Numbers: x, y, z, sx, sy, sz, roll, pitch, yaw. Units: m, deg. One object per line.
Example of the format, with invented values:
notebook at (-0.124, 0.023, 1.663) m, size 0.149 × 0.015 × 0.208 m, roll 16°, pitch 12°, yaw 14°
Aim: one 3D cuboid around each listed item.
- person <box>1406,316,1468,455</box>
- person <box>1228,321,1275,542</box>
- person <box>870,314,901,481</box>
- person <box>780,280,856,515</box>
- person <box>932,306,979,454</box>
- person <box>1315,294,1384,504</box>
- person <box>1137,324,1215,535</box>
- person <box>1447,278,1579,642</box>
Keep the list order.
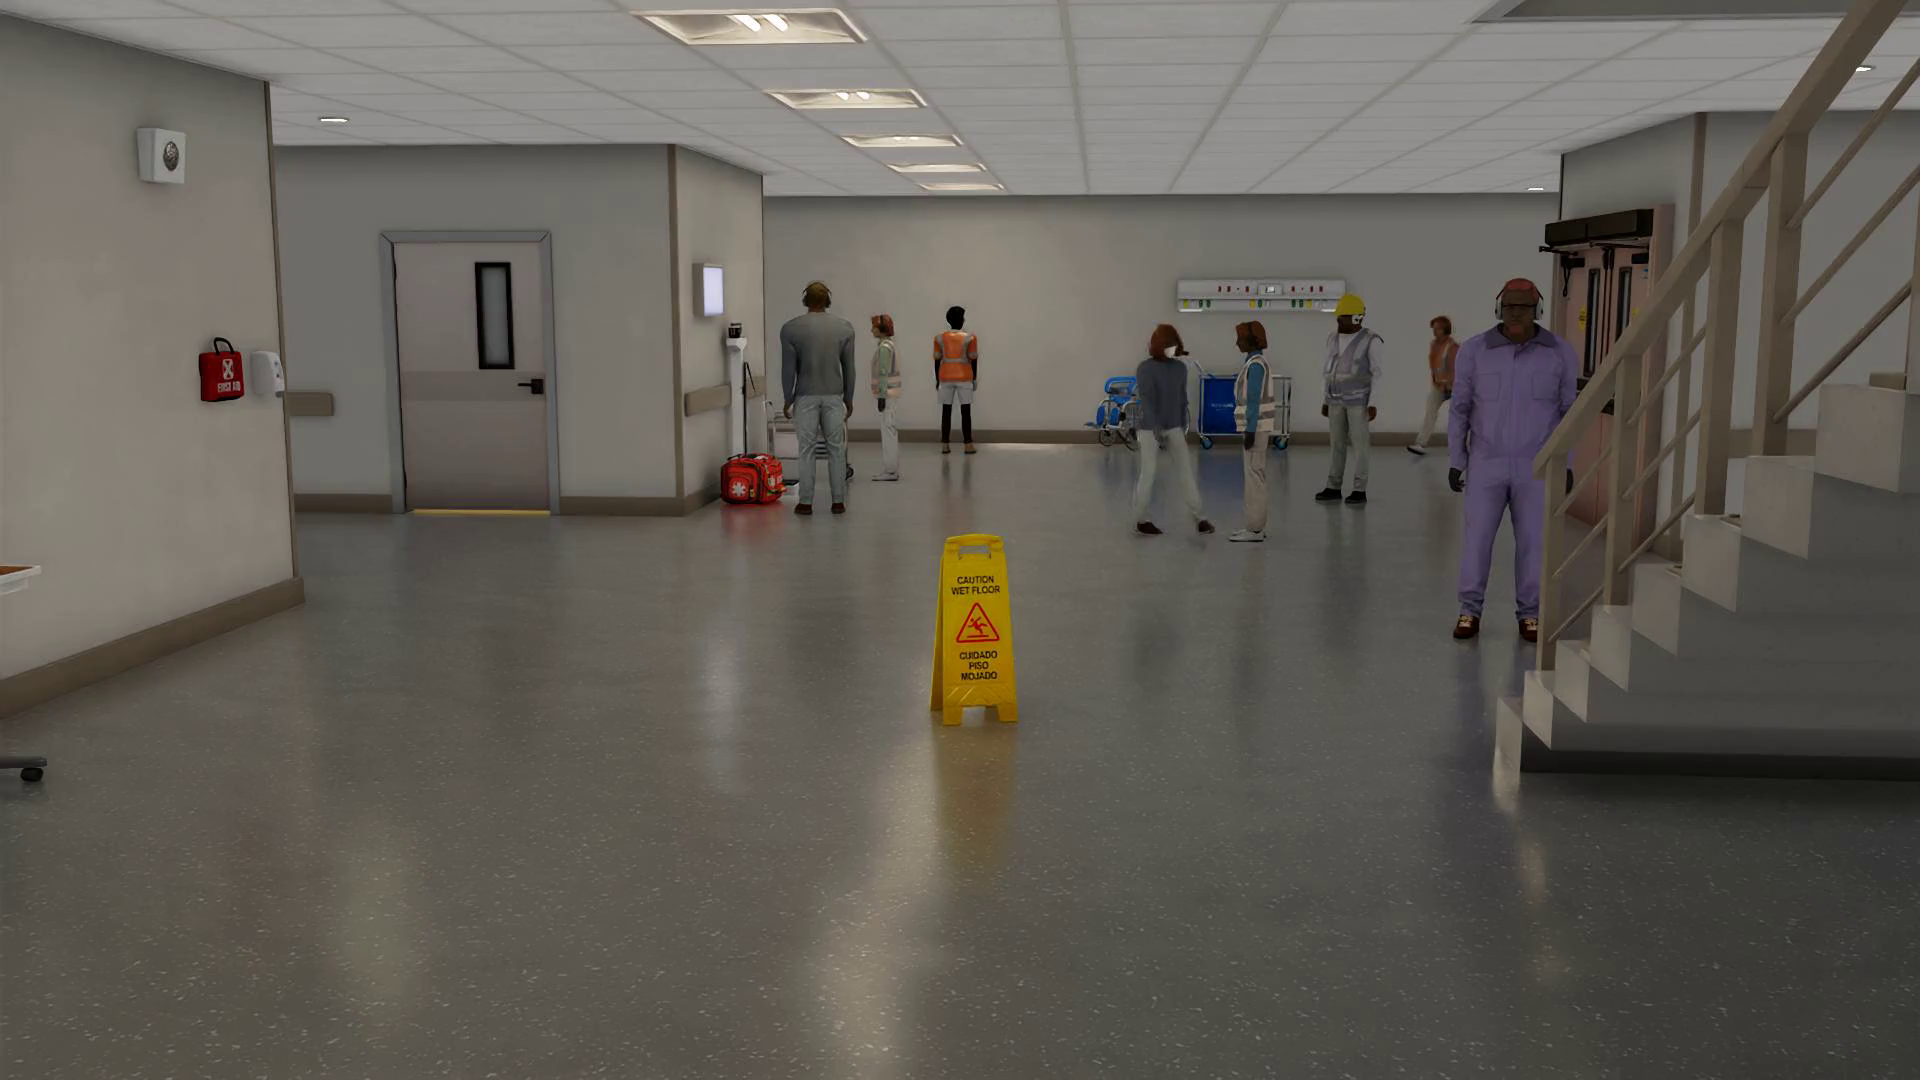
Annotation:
person at (5.419, -1.720, 18.699) m, size 0.873 × 1.569 × 0.511 m, roll -4°, pitch 9°, yaw -24°
person at (2.167, -0.803, 12.309) m, size 0.321 × 1.631 × 0.522 m, roll 1°, pitch 8°, yaw 9°
person at (-0.730, -1.392, 16.325) m, size 0.314 × 1.632 × 0.517 m, roll 0°, pitch 8°, yaw 0°
person at (-1.173, -1.170, 13.765) m, size 0.630 × 1.940 × 0.372 m, roll -2°, pitch 9°, yaw -15°
person at (-0.045, -1.826, 19.033) m, size 0.533 × 1.698 × 0.322 m, roll 2°, pitch 9°, yaw 13°
person at (3.405, -1.232, 14.563) m, size 0.404 × 1.828 × 0.591 m, roll -6°, pitch 11°, yaw -37°
person at (1.586, -0.801, 12.455) m, size 0.535 × 1.605 × 0.581 m, roll -4°, pitch 9°, yaw -27°
person at (2.890, -0.412, 8.724) m, size 0.652 × 1.904 × 0.402 m, roll 2°, pitch 9°, yaw 15°
